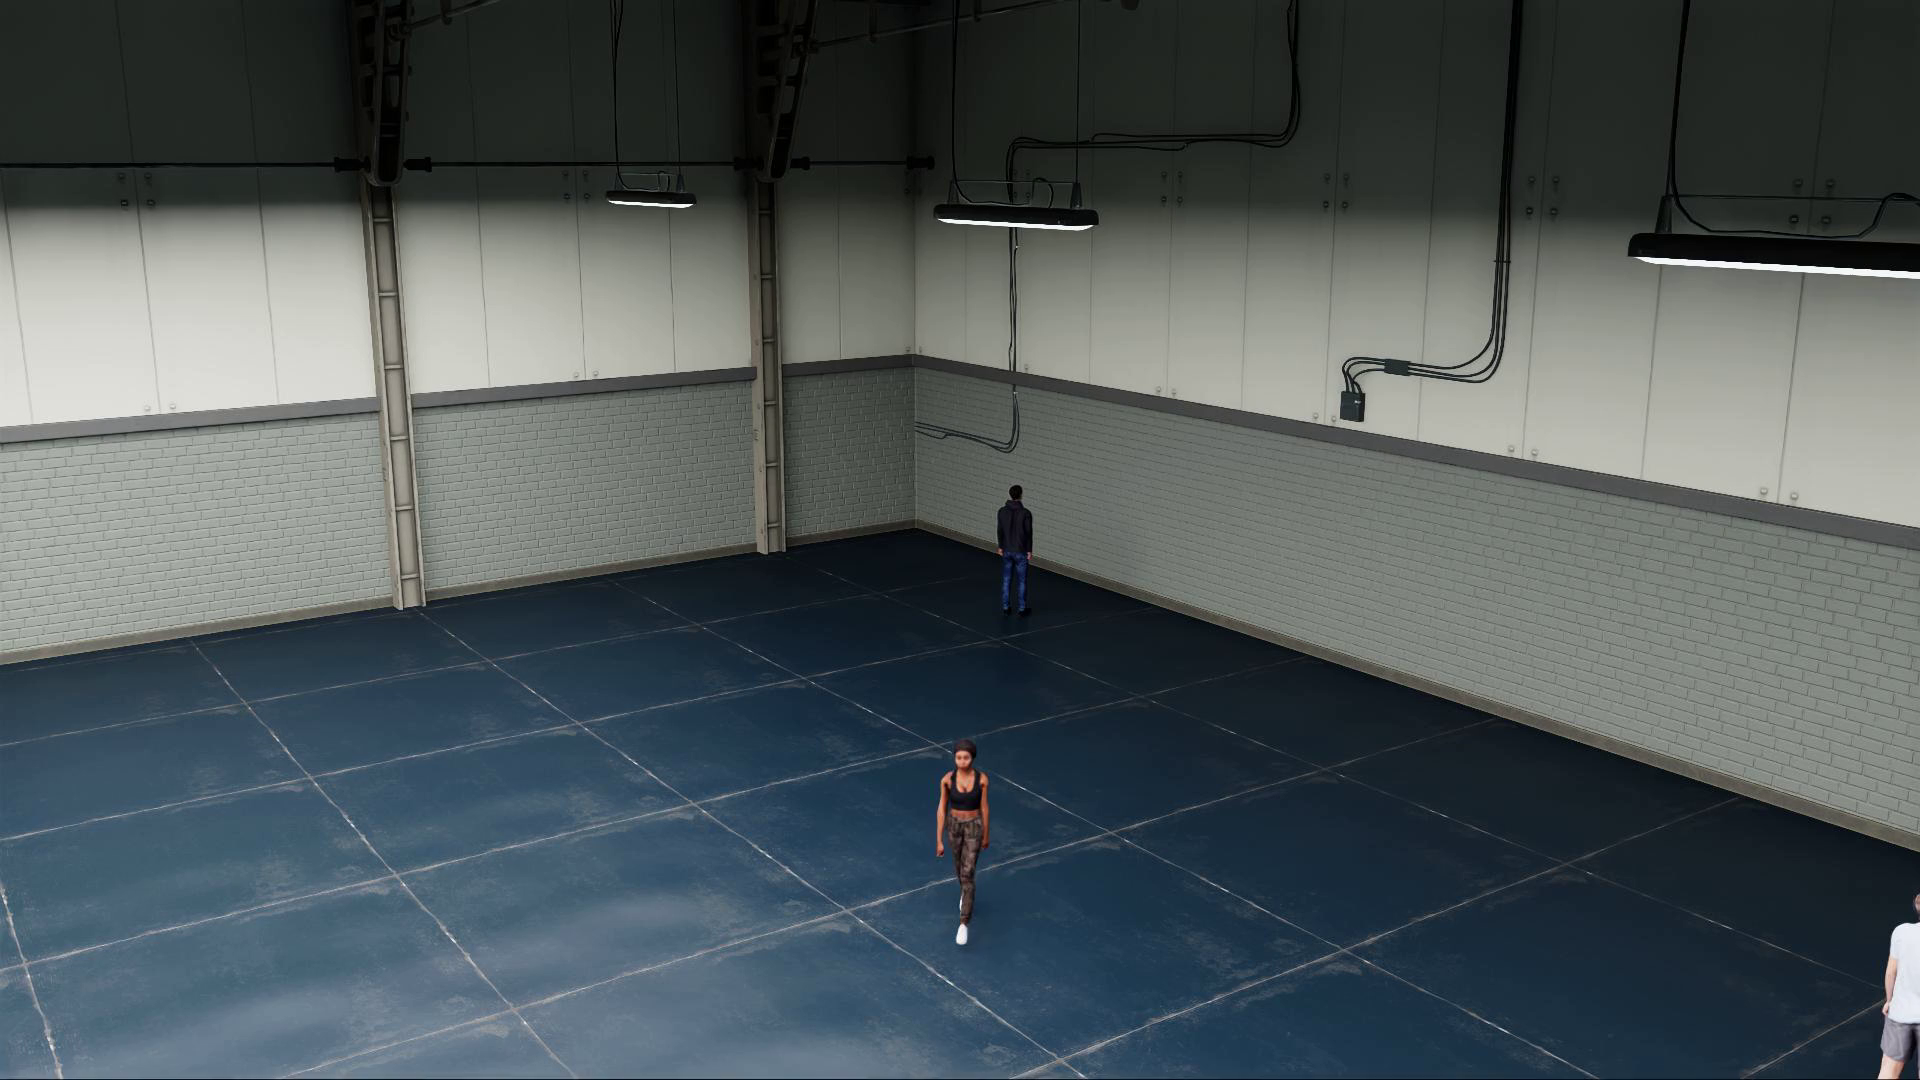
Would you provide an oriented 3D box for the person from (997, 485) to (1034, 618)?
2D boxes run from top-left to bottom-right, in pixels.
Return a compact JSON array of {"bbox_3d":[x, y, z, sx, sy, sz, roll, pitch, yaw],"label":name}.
[{"bbox_3d":[0.779,0.146,23.647,0.761,1.894,0.776,5,14,20],"label":"person"}]

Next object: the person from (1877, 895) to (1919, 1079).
[{"bbox_3d":[6.276,3.134,10.885,0.557,1.830,0.676,-11,17,-39],"label":"person"}]

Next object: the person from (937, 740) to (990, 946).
[{"bbox_3d":[0.044,2.481,14.118,1.147,1.644,1.169,2,13,8],"label":"person"}]
